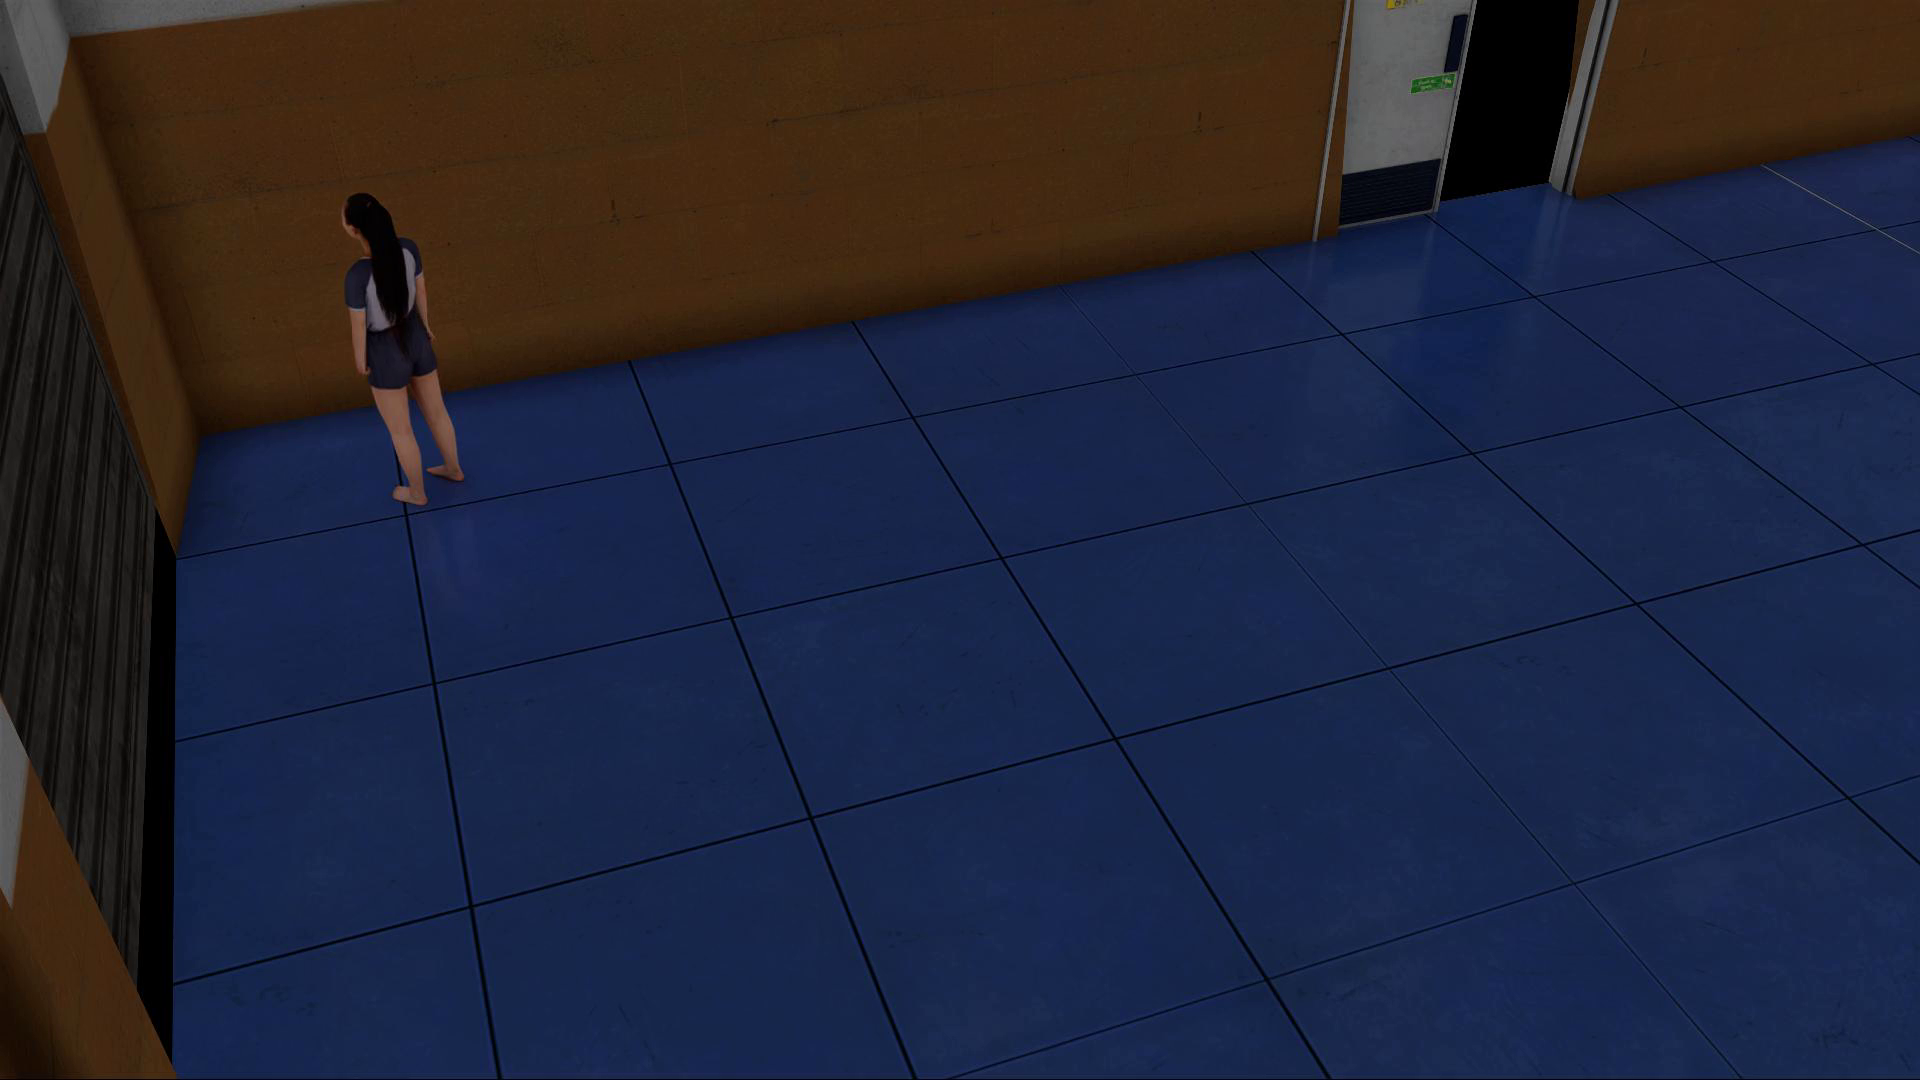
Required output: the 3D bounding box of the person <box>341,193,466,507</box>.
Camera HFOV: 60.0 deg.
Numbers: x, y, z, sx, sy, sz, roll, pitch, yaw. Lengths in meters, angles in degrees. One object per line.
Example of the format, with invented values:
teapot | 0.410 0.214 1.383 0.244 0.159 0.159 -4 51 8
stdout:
person | -2.669 -0.892 7.965 0.719 1.647 0.684 21 42 26
